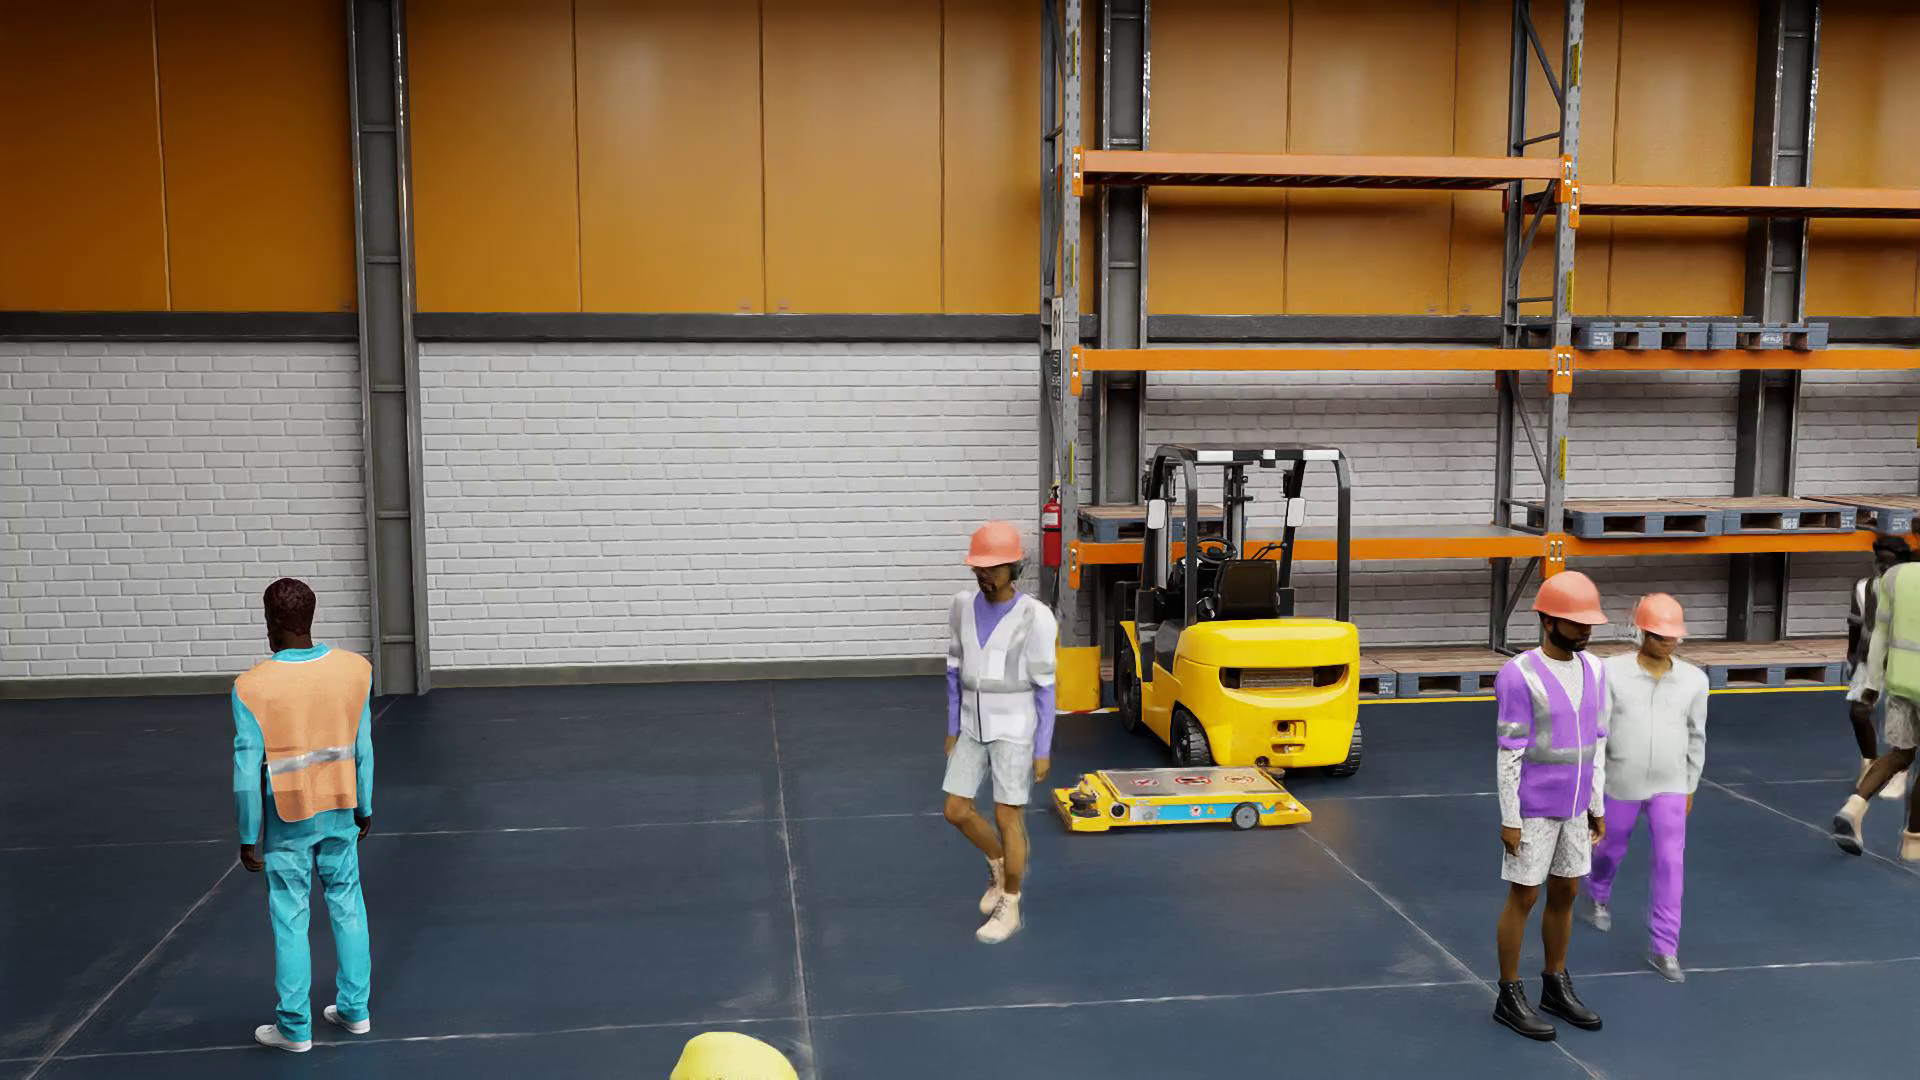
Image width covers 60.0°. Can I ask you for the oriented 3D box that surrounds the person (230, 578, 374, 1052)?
[{"bbox_3d":[-2.636,1.105,6.724,0.397,1.911,0.587,5,8,40],"label":"person"}]

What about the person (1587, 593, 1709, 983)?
[{"bbox_3d":[3.163,1.081,7.728,0.558,1.724,0.825,1,7,9],"label":"person"}]

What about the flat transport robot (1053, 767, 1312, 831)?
[{"bbox_3d":[1.321,1.542,9.992,1.431,0.197,0.652,-1,7,-6],"label":"flat transport robot"}]

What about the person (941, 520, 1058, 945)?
[{"bbox_3d":[0.171,0.907,7.931,0.642,2.025,0.444,5,8,37],"label":"person"}]

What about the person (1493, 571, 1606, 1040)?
[{"bbox_3d":[2.450,1.083,6.837,0.544,1.930,0.388,-3,7,-25],"label":"person"}]

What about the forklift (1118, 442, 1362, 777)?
[{"bbox_3d":[1.912,0.418,11.496,1.214,2.155,2.313,-1,7,-8],"label":"forklift"}]

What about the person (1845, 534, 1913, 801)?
[{"bbox_3d":[5.801,0.796,10.386,0.389,1.674,0.557,-5,8,-39],"label":"person"}]

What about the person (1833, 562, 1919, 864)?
[{"bbox_3d":[5.151,0.801,8.978,0.714,2.007,0.638,-2,7,-19],"label":"person"}]

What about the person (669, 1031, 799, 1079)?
[{"bbox_3d":[-0.344,1.644,2.668,0.394,1.751,0.548,1,7,11],"label":"person"}]
